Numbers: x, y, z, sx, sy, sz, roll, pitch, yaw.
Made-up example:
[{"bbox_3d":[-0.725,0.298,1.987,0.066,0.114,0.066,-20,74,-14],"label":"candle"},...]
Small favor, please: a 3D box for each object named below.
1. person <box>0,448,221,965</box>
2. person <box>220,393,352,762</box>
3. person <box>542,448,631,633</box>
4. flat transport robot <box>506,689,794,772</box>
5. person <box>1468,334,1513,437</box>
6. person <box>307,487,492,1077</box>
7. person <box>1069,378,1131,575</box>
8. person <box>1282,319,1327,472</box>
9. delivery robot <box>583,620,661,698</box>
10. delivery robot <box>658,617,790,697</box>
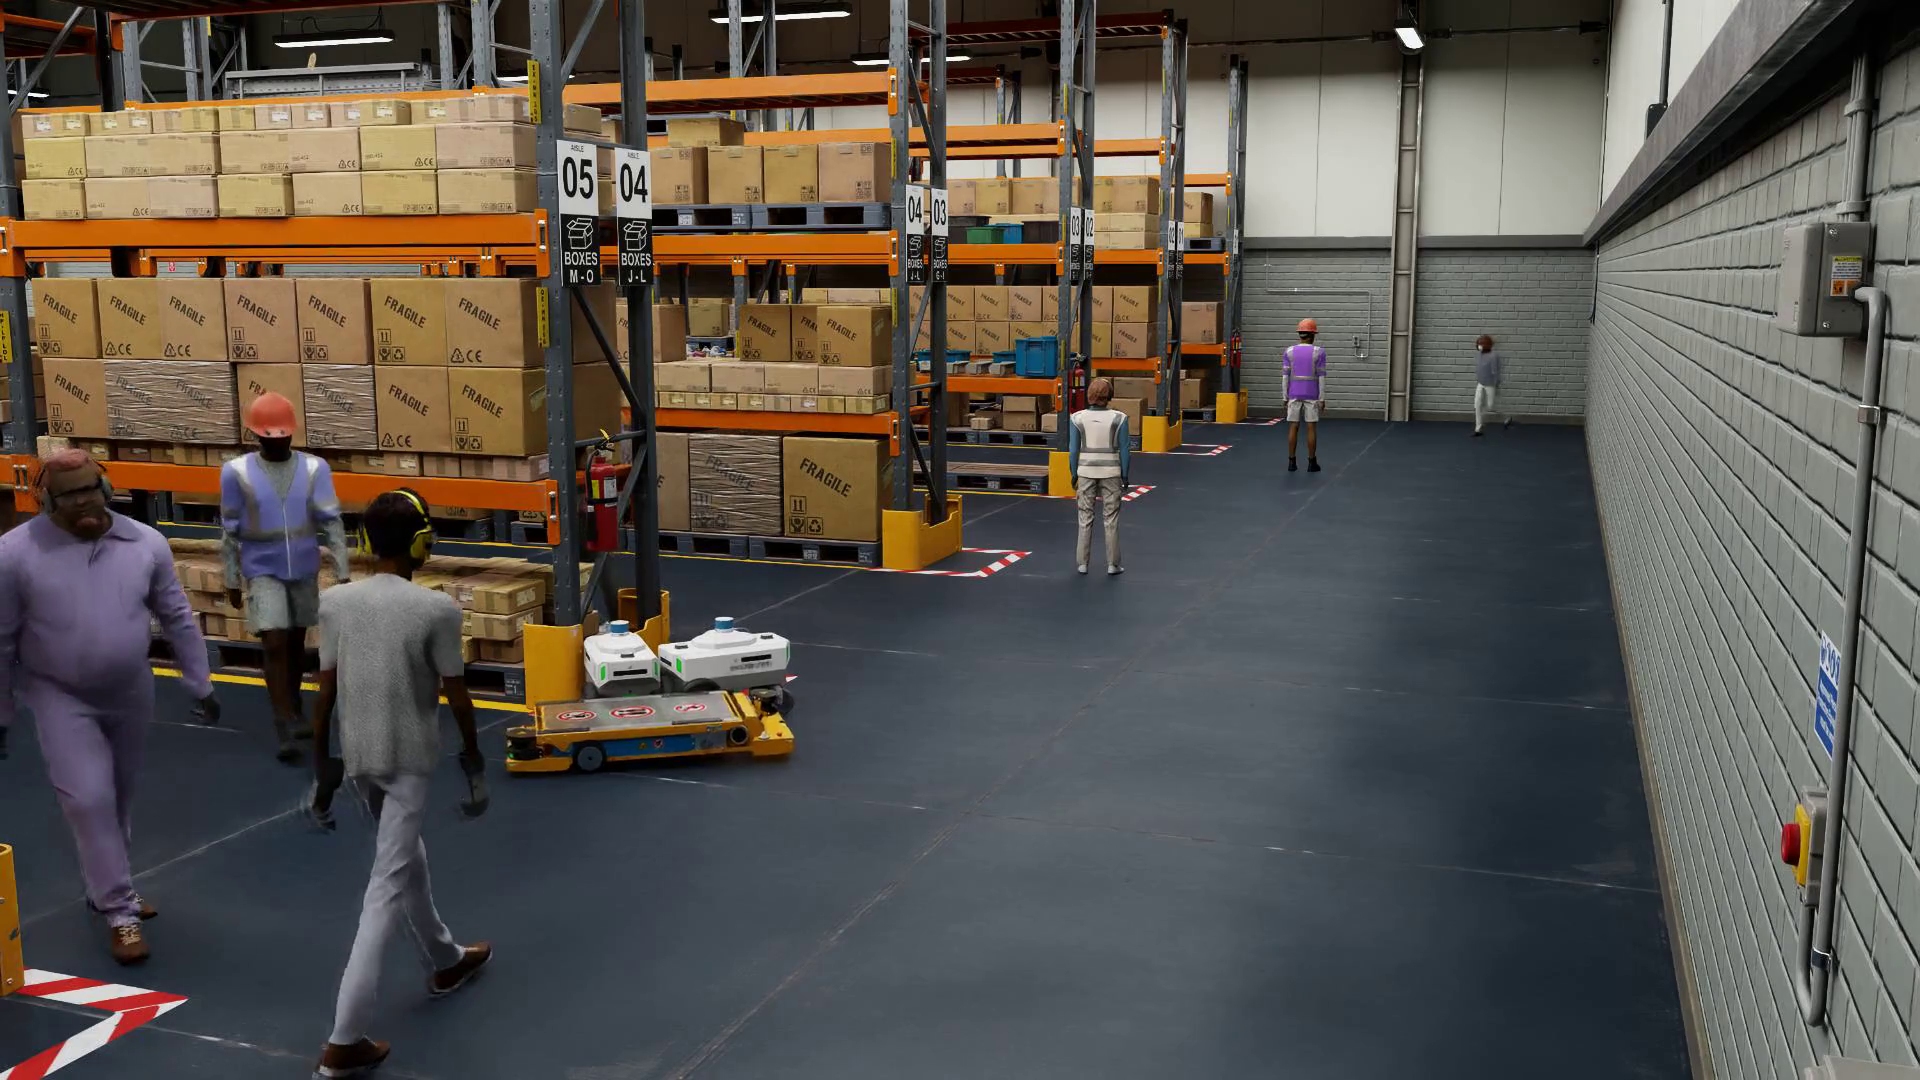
[{"bbox_3d":[-3.137,0.590,6.151,0.871,1.863,0.749,8,12,42],"label":"person"},{"bbox_3d":[-3.481,0.181,8.649,0.580,1.882,0.900,-6,11,-34],"label":"person"},{"bbox_3d":[-2.683,-0.279,11.547,0.949,1.878,0.600,4,10,22],"label":"person"},{"bbox_3d":[-1.628,0.983,8.691,1.431,0.197,0.652,-3,9,-15],"label":"flat transport robot"},{"bbox_3d":[8.183,-2.374,25.556,0.696,1.598,0.509,-4,10,-25],"label":"person"},{"bbox_3d":[-1.837,0.743,5.417,0.522,1.814,0.999,3,9,16],"label":"person"},{"bbox_3d":[1.157,-0.518,13.804,0.516,1.641,0.308,2,9,13],"label":"person"},{"bbox_3d":[4.357,-1.821,21.052,0.551,1.939,0.405,4,10,23],"label":"person"},{"bbox_3d":[-1.901,0.694,9.320,0.477,0.478,0.707,-3,10,-20],"label":"delivery robot"},{"bbox_3d":[-1.329,0.679,9.417,0.707,0.478,0.477,-5,11,-29],"label":"delivery robot"}]
